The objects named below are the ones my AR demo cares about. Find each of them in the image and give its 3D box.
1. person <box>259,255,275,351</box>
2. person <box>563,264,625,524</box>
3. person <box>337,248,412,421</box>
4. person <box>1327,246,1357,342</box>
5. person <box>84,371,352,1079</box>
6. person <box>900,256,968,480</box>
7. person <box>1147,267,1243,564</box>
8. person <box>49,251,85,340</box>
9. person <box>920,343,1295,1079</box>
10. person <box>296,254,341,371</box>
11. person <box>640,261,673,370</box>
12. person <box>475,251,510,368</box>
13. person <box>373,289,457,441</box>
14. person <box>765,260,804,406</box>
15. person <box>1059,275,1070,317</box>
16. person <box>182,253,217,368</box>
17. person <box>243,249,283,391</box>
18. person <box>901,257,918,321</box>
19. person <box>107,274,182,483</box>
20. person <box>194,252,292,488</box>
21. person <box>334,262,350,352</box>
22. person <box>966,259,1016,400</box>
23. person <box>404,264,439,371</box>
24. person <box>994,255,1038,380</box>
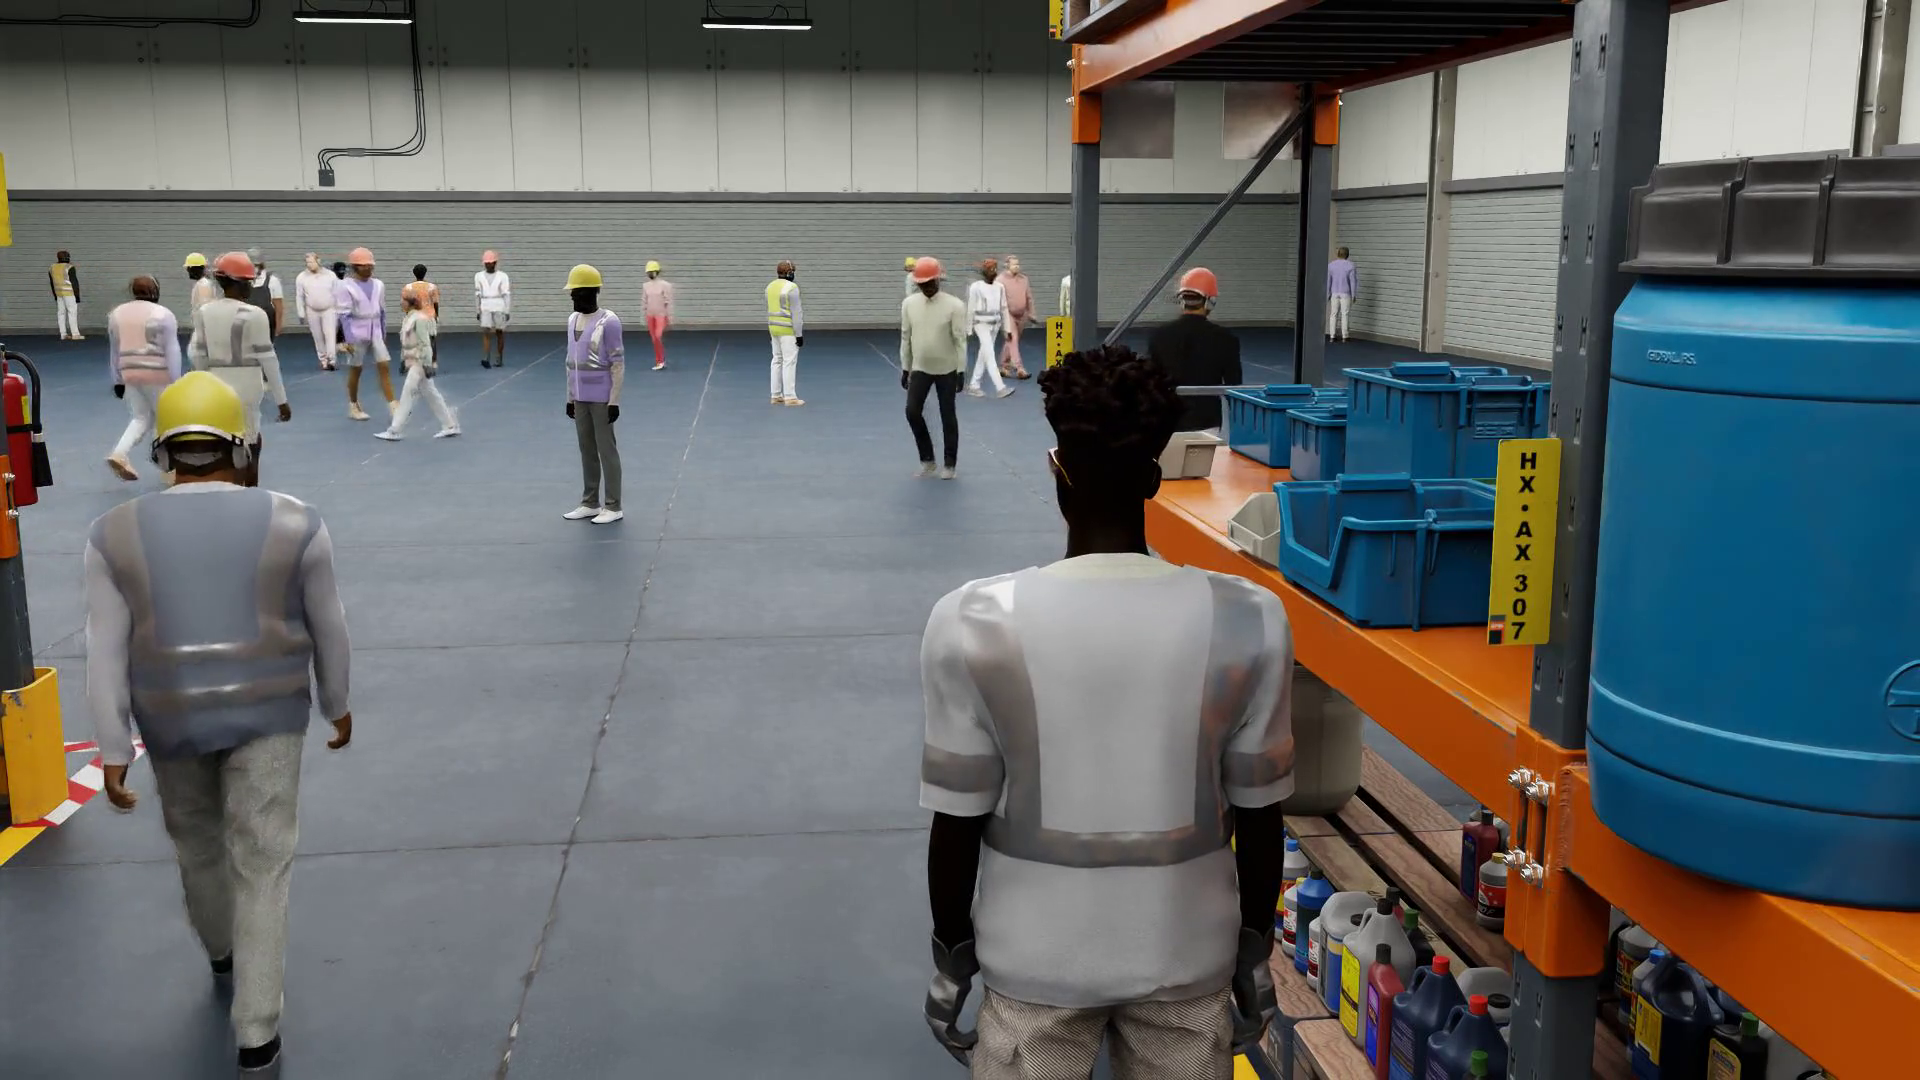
[{"bbox_3d":[-11.229,-3.670,26.826,0.390,1.845,0.564,-3,11,-14],"label":"person"},{"bbox_3d":[-2.754,-1.085,12.428,0.594,1.925,0.370,9,13,40],"label":"person"},{"bbox_3d":[-6.767,-2.335,19.092,1.025,1.992,0.648,8,13,37],"label":"person"},{"bbox_3d":[7.733,-4.976,33.728,0.633,1.938,0.356,8,13,36],"label":"person"},{"bbox_3d":[-1.937,0.448,4.427,0.613,1.776,0.943,-3,11,-16],"label":"person"},{"bbox_3d":[-0.229,-1.494,14.567,0.648,1.955,0.523,3,11,15],"label":"person"},{"bbox_3d":[1.461,-0.744,10.528,0.635,1.949,1.017,6,12,29],"label":"person"},{"bbox_3d":[-18.597,-5.093,34.640,0.633,1.843,0.429,3,11,14],"label":"person"},{"bbox_3d":[0.236,0.664,2.737,0.608,1.966,0.365,-1,10,-4],"label":"person"},{"bbox_3d":[-10.171,-3.597,26.390,0.666,1.855,0.979,-3,11,-16],"label":"person"},{"bbox_3d":[-4.891,-3.574,26.578,0.545,1.743,0.572,5,11,26],"label":"person"},{"bbox_3d":[-7.605,-3.731,27.030,0.573,1.888,0.962,-1,10,-5],"label":"person"},{"bbox_3d":[-5.737,-1.837,17.468,0.884,1.583,0.531,-6,12,-28],"label":"person"},{"bbox_3d":[-2.205,-2.618,21.115,0.430,1.838,0.632,-9,14,-40],"label":"person"},{"bbox_3d":[1.976,-3.825,27.800,0.622,1.796,0.835,1,10,3],"label":"person"},{"bbox_3d":[-10.149,-2.860,22.187,0.500,1.912,0.611,-6,12,-29],"label":"person"},{"bbox_3d":[-9.607,-3.018,22.720,0.685,2.000,1.055,-4,11,-22],"label":"person"},{"bbox_3d":[-0.965,-4.697,32.771,0.365,1.734,0.483,4,11,19],"label":"person"},{"bbox_3d":[-7.022,-1.371,14.298,0.644,1.823,0.609,2,11,11],"label":"person"},{"bbox_3d":[-5.121,-1.060,12.037,0.626,2.013,0.772,5,11,26],"label":"person"},{"bbox_3d":[-11.352,-4.292,30.712,0.803,1.660,0.551,7,12,32],"label":"person"},{"bbox_3d":[0.426,-2.769,21.911,0.606,1.829,0.970,-9,14,-42],"label":"person"},{"bbox_3d":[-8.565,-3.536,26.498,0.540,1.695,0.317,-4,11,-21],"label":"person"},{"bbox_3d":[0.814,-3.341,25.001,0.639,1.857,1.000,-8,13,-38],"label":"person"}]
